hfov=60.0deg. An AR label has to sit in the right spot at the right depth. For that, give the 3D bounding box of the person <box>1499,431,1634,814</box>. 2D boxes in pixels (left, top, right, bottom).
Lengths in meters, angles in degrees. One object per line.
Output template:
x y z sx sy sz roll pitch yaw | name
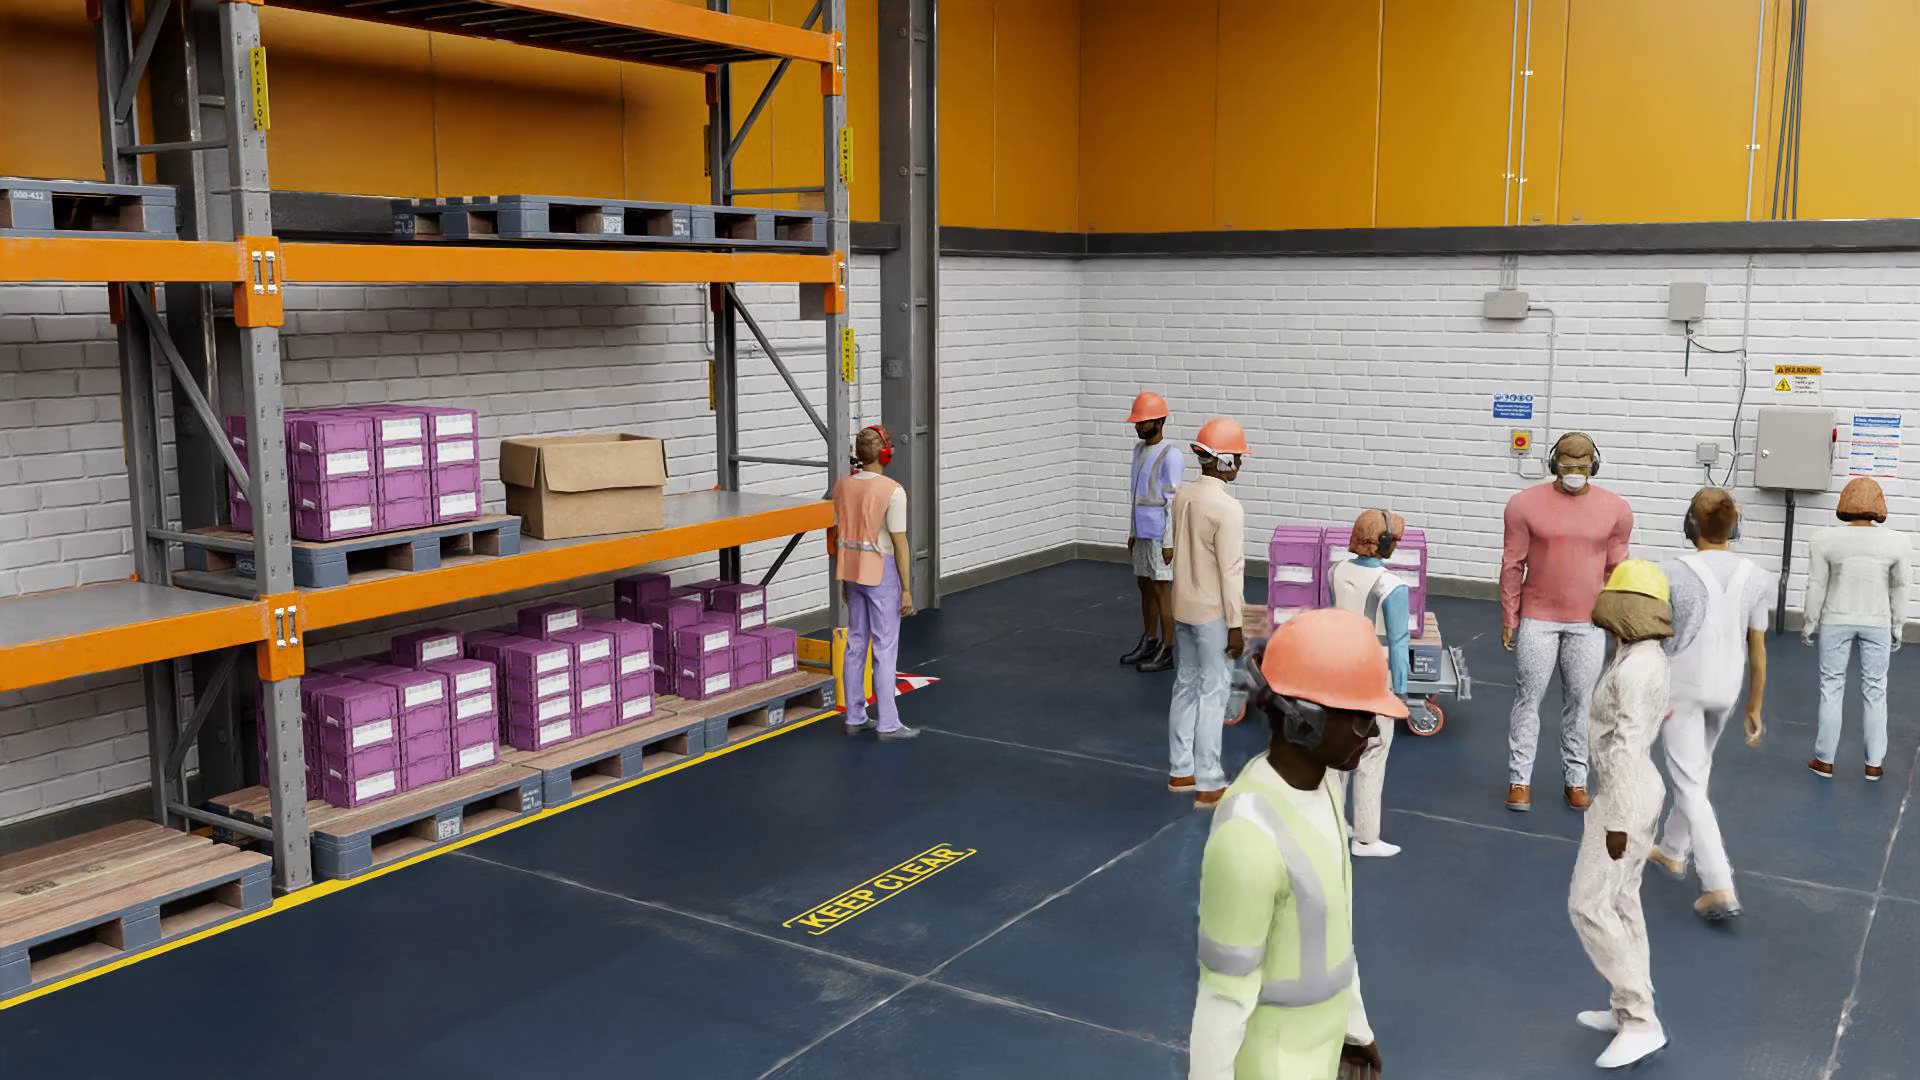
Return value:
3.035 0.414 8.374 0.627 1.934 0.372 2 9 10 | person

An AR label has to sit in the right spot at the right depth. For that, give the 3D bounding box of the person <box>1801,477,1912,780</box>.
4.808 0.475 8.949 0.500 1.632 0.286 3 9 21 | person

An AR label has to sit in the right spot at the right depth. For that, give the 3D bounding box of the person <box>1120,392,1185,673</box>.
1.308 -0.055 11.448 0.386 1.929 0.543 -4 9 -23 | person

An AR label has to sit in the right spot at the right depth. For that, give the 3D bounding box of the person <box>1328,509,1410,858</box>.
1.881 0.664 7.732 0.311 1.631 0.526 -5 10 -27 | person

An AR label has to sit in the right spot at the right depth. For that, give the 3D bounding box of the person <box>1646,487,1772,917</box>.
3.181 0.671 7.125 0.511 1.808 0.924 -1 9 -5 | person

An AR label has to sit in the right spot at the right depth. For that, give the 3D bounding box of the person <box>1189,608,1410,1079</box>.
0.613 1.111 3.665 1.026 2.006 0.622 3 9 19 | person

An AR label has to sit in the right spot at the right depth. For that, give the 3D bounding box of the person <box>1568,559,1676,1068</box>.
2.324 0.934 5.772 0.357 1.705 0.620 4 10 26 | person

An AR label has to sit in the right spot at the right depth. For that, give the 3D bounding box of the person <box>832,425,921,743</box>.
-0.509 0.255 9.673 0.568 1.849 0.386 8 12 41 | person

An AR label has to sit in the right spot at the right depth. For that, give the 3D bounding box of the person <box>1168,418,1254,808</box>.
1.289 0.369 8.510 0.405 1.986 0.613 -3 9 -21 | person
